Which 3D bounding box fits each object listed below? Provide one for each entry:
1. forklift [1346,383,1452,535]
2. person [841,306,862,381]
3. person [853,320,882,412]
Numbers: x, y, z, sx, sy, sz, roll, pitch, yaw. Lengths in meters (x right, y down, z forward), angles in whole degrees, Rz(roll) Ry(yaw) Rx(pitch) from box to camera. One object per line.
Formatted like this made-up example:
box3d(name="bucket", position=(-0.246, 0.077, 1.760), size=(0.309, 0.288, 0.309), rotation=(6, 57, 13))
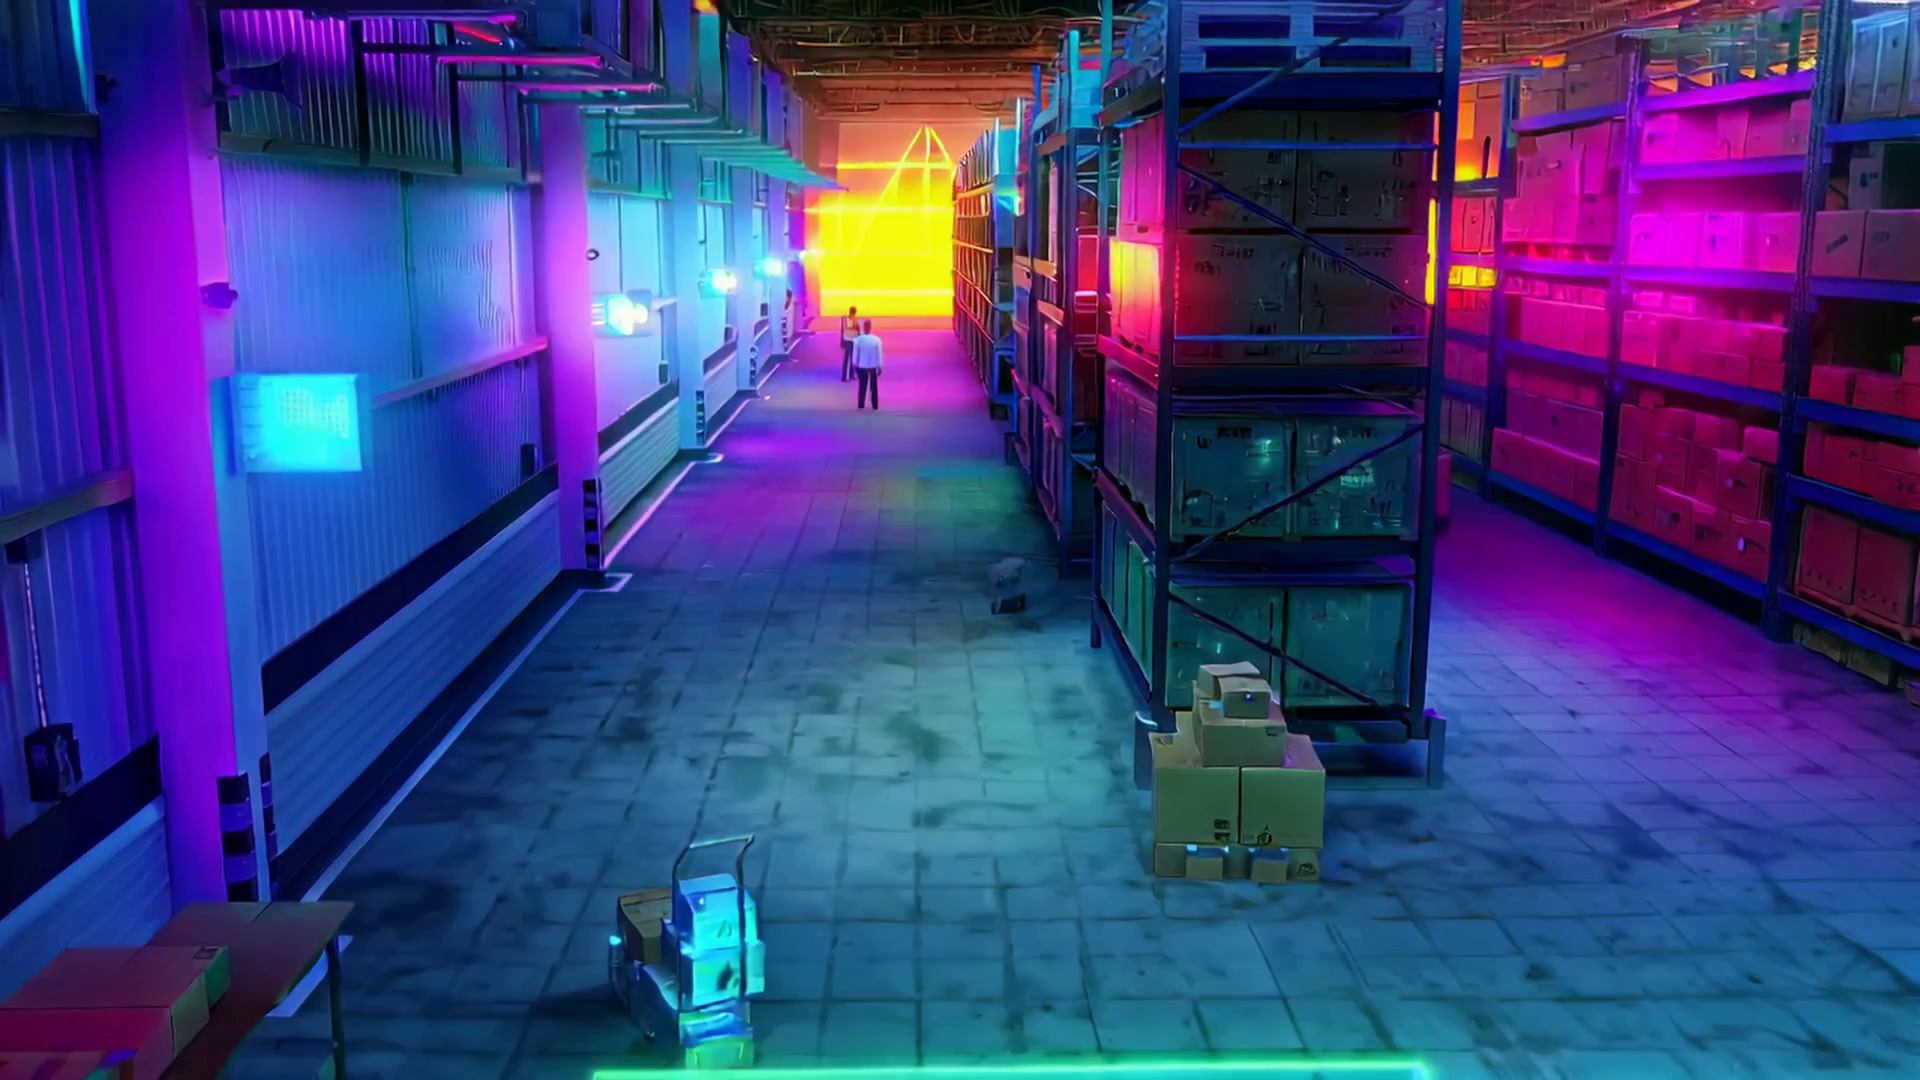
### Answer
box3d(name="forklift", position=(5.515, -1.541, 21.865), size=(1.129, 2.768, 1.873), rotation=(-5, 12, -22))
box3d(name="person", position=(-2.772, -5.022, 42.518), size=(0.594, 1.911, 0.387), rotation=(-6, 12, -27))
box3d(name="person", position=(-1.969, -3.706, 35.473), size=(0.621, 1.986, 0.411), rotation=(0, 11, 1))
